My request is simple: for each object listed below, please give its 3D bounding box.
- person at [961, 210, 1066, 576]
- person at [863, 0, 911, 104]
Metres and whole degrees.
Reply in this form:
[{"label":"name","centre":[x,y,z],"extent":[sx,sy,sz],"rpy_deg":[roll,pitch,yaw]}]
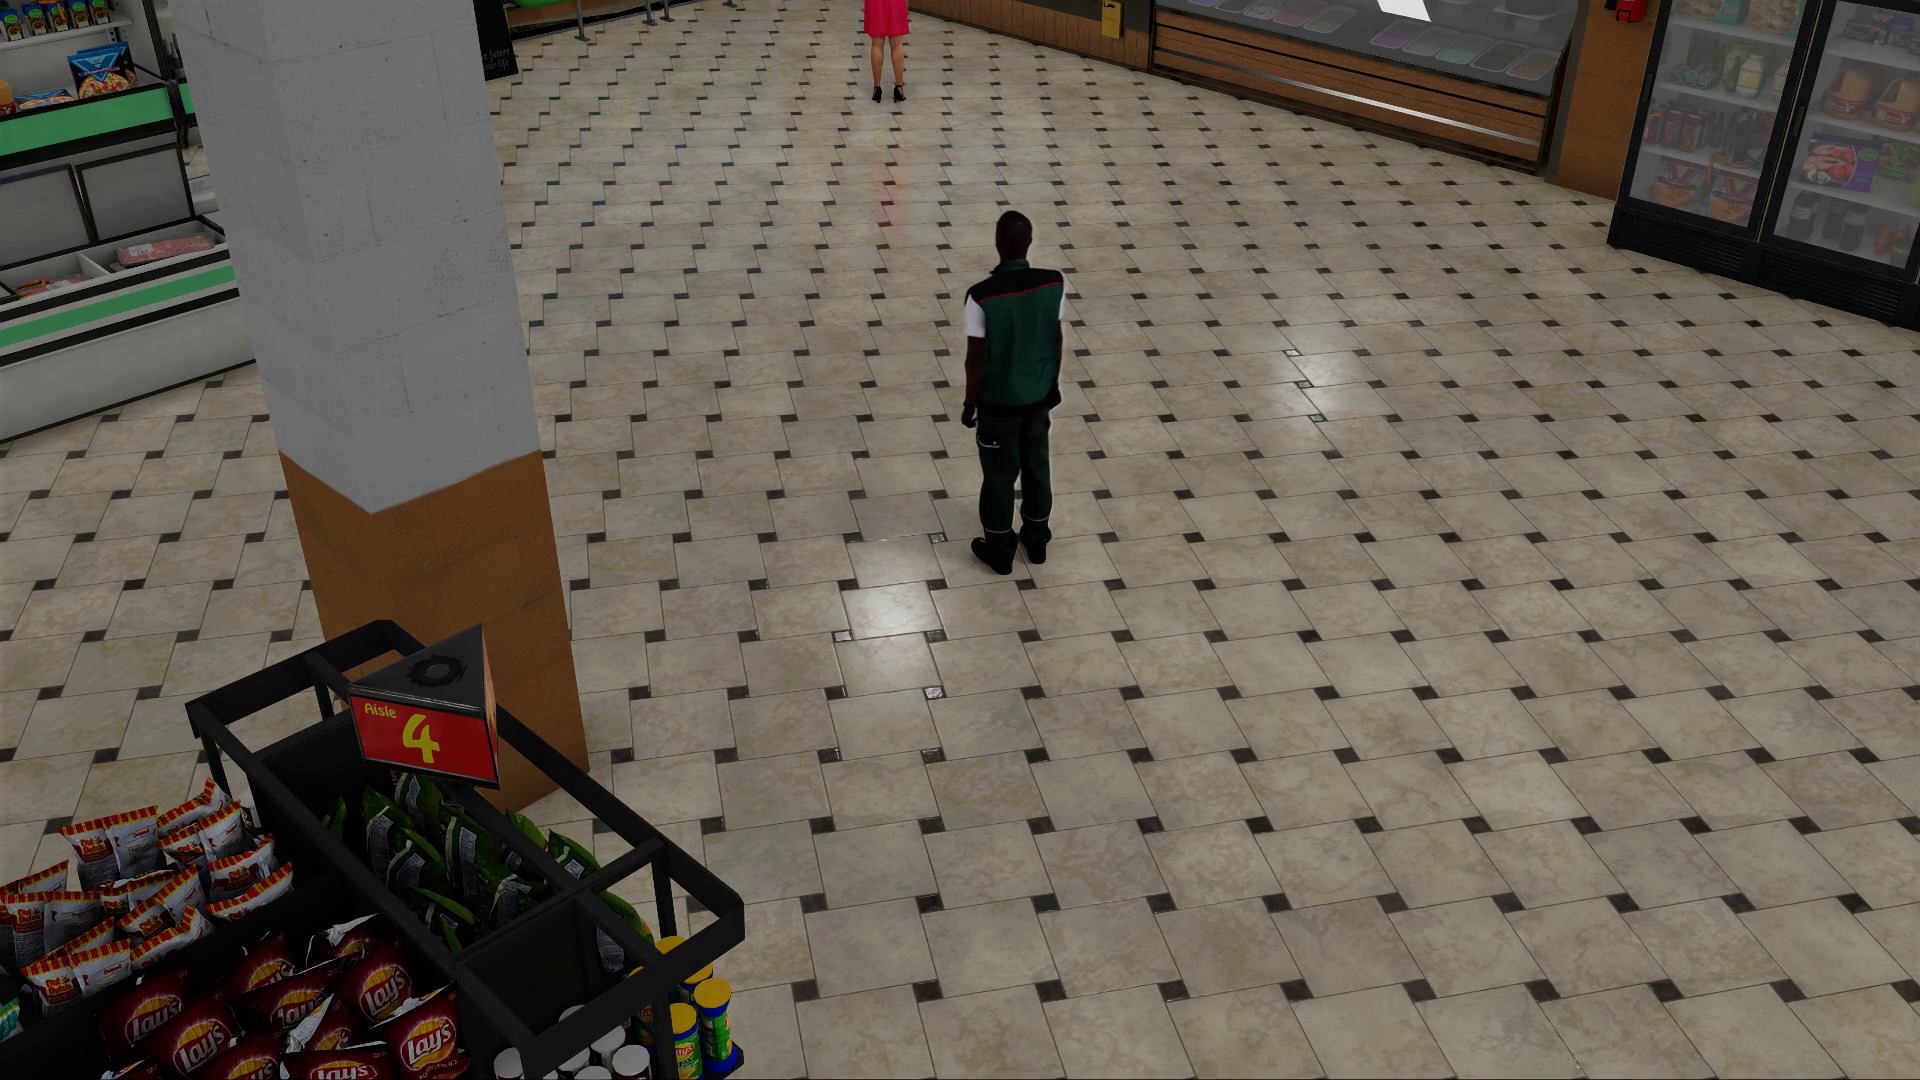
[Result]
[{"label":"person","centre":[0.253,-0.685,7.950],"extent":[0.648,1.838,0.815],"rpy_deg":[-15,35,-22]},{"label":"person","centre":[-0.654,-4.689,14.489],"extent":[0.667,1.728,0.716],"rpy_deg":[2,32,4]}]
